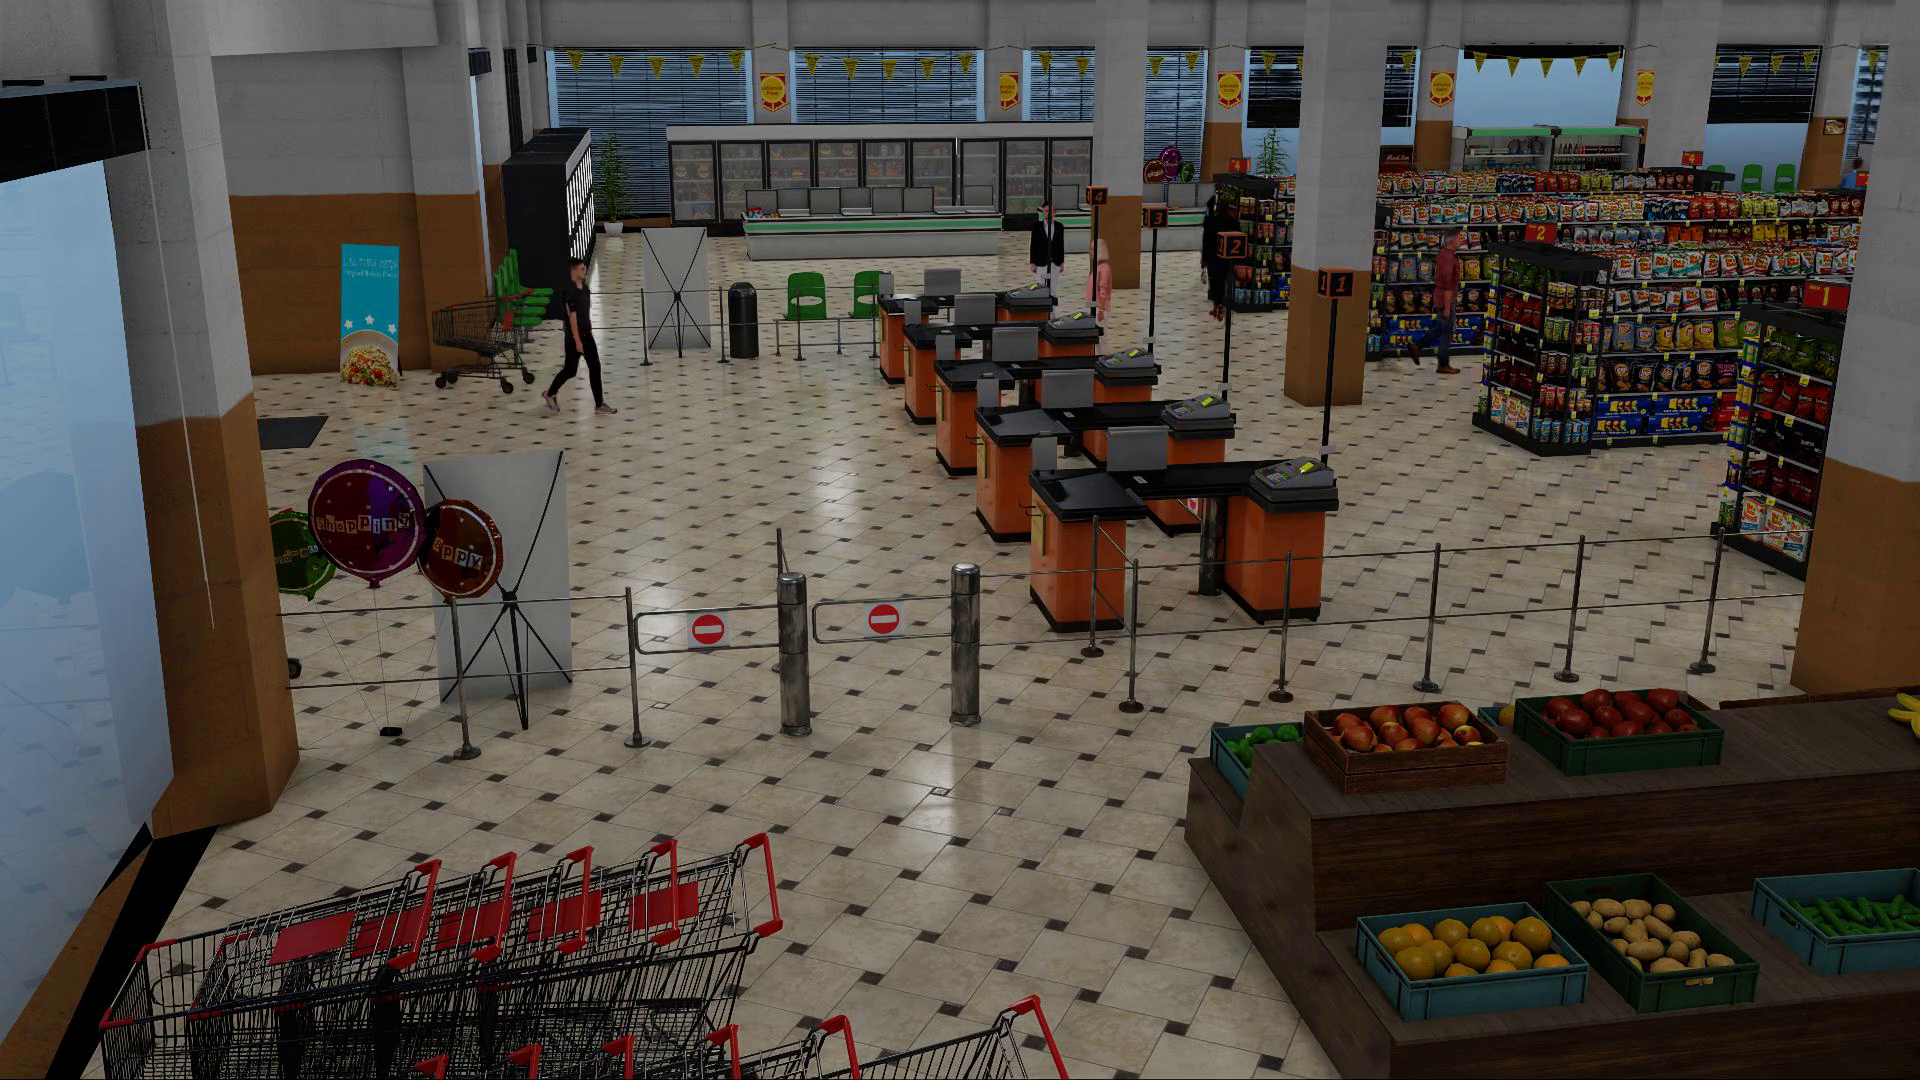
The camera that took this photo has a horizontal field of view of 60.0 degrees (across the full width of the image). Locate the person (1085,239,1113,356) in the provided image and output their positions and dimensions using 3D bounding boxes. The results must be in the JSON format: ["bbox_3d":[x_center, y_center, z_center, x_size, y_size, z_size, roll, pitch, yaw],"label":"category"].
[{"bbox_3d":[1.743,-2.886,20.705,0.503,1.723,0.582,-3,17,-10],"label":"person"}]

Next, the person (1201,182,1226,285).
[{"bbox_3d":[4.329,-5.172,28.084,0.965,1.811,1.017,11,20,31],"label":"person"}]

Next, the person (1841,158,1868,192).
[{"bbox_3d":[17.592,-6.608,32.853,1.088,1.787,1.165,13,21,36],"label":"person"}]

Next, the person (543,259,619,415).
[{"bbox_3d":[-4.313,-2.239,18.548,1.189,1.739,1.005,6,18,20],"label":"person"}]

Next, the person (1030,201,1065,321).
[{"bbox_3d":[1.276,-3.996,24.155,0.457,1.842,0.718,-3,17,-11],"label":"person"}]

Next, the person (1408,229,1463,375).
[{"bbox_3d":[6.018,-2.999,20.910,0.989,1.820,0.847,2,17,6],"label":"person"}]

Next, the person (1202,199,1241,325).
[{"bbox_3d":[3.846,-4.099,24.584,1.071,1.790,0.723,-3,17,-10],"label":"person"}]
